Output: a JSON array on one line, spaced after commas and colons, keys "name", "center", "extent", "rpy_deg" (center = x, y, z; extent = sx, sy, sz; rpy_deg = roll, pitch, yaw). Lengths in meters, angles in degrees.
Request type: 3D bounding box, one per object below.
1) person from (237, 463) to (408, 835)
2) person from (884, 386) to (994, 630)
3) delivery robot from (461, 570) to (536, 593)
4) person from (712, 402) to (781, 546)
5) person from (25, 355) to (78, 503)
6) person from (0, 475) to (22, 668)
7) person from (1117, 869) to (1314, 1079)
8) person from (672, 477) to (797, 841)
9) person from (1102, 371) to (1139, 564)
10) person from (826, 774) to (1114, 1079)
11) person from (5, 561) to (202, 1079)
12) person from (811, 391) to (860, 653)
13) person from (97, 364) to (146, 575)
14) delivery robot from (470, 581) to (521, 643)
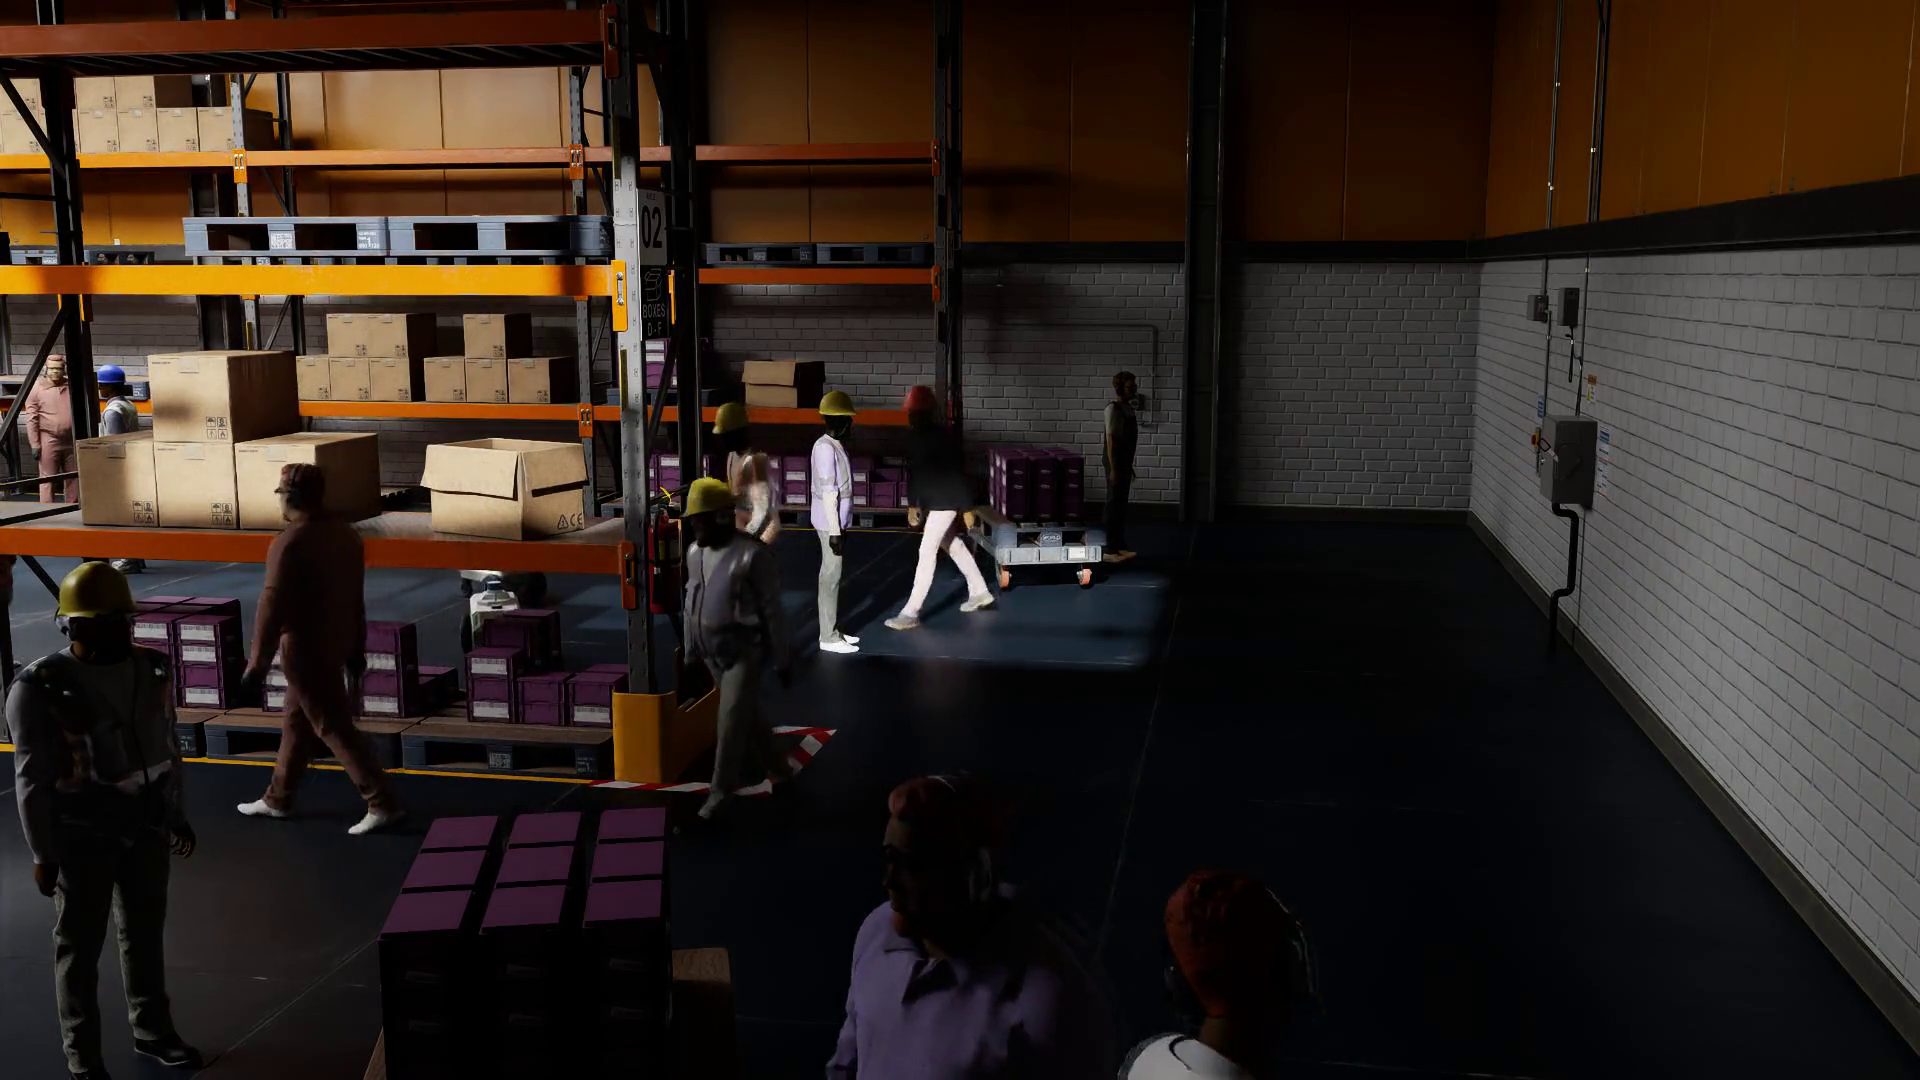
[{"name": "person", "center": [-3.208, 0.547, 8.274], "extent": [0.983, 1.866, 0.652], "rpy_deg": [1, 9, 7]}, {"name": "person", "center": [-0.148, -0.285, 13.280], "extent": [1.108, 1.923, 0.661], "rpy_deg": [-5, 11, -30]}, {"name": "delivery robot", "center": [-3.941, 0.198, 14.159], "extent": [0.707, 0.478, 0.477], "rpy_deg": [8, 12, 40]}, {"name": "person", "center": [-1.516, -0.042, 12.025], "extent": [0.540, 1.910, 0.627], "rpy_deg": [-4, 10, -26]}, {"name": "person", "center": [-9.778, -1.061, 18.095], "extent": [0.399, 1.905, 0.642], "rpy_deg": [7, 11, 35]}, {"name": "person", "center": [-6.968, 0.095, 11.797], "extent": [0.621, 1.614, 0.524], "rpy_deg": [3, 10, 16]}, {"name": "person", "center": [0.402, 1.469, 2.595], "extent": [0.350, 1.856, 0.720], "rpy_deg": [-1, 9, -9]}, {"name": "person", "center": [-1.127, 0.562, 8.448], "extent": [0.619, 1.778, 0.898], "rpy_deg": [8, 12, 40]}, {"name": "person", "center": [1.555, -0.704, 16.057], "extent": [0.345, 1.847, 0.506], "rpy_deg": [5, 10, 26]}, {"name": "person", "center": [-0.104, 1.368, 3.151], "extent": [0.927, 1.863, 0.661], "rpy_deg": [-7, 11, -35]}, {"name": "person", "center": [-2.885, 0.976, 5.671], "extent": [0.403, 1.834, 0.587], "rpy_deg": [5, 10, 28]}, {"name": "person", "center": [-0.917, -0.137, 12.284], "extent": [0.368, 1.927, 0.587], "rpy_deg": [0, 9, -2]}, {"name": "person", "center": [-7.785, -0.653, 15.422], "extent": [0.388, 1.947, 0.615], "rpy_deg": [-2, 9, -15]}, {"name": "delivery robot", "center": [-3.363, 0.540, 12.041], "extent": [0.477, 0.478, 0.707], "rpy_deg": [-3, 10, -18]}]
